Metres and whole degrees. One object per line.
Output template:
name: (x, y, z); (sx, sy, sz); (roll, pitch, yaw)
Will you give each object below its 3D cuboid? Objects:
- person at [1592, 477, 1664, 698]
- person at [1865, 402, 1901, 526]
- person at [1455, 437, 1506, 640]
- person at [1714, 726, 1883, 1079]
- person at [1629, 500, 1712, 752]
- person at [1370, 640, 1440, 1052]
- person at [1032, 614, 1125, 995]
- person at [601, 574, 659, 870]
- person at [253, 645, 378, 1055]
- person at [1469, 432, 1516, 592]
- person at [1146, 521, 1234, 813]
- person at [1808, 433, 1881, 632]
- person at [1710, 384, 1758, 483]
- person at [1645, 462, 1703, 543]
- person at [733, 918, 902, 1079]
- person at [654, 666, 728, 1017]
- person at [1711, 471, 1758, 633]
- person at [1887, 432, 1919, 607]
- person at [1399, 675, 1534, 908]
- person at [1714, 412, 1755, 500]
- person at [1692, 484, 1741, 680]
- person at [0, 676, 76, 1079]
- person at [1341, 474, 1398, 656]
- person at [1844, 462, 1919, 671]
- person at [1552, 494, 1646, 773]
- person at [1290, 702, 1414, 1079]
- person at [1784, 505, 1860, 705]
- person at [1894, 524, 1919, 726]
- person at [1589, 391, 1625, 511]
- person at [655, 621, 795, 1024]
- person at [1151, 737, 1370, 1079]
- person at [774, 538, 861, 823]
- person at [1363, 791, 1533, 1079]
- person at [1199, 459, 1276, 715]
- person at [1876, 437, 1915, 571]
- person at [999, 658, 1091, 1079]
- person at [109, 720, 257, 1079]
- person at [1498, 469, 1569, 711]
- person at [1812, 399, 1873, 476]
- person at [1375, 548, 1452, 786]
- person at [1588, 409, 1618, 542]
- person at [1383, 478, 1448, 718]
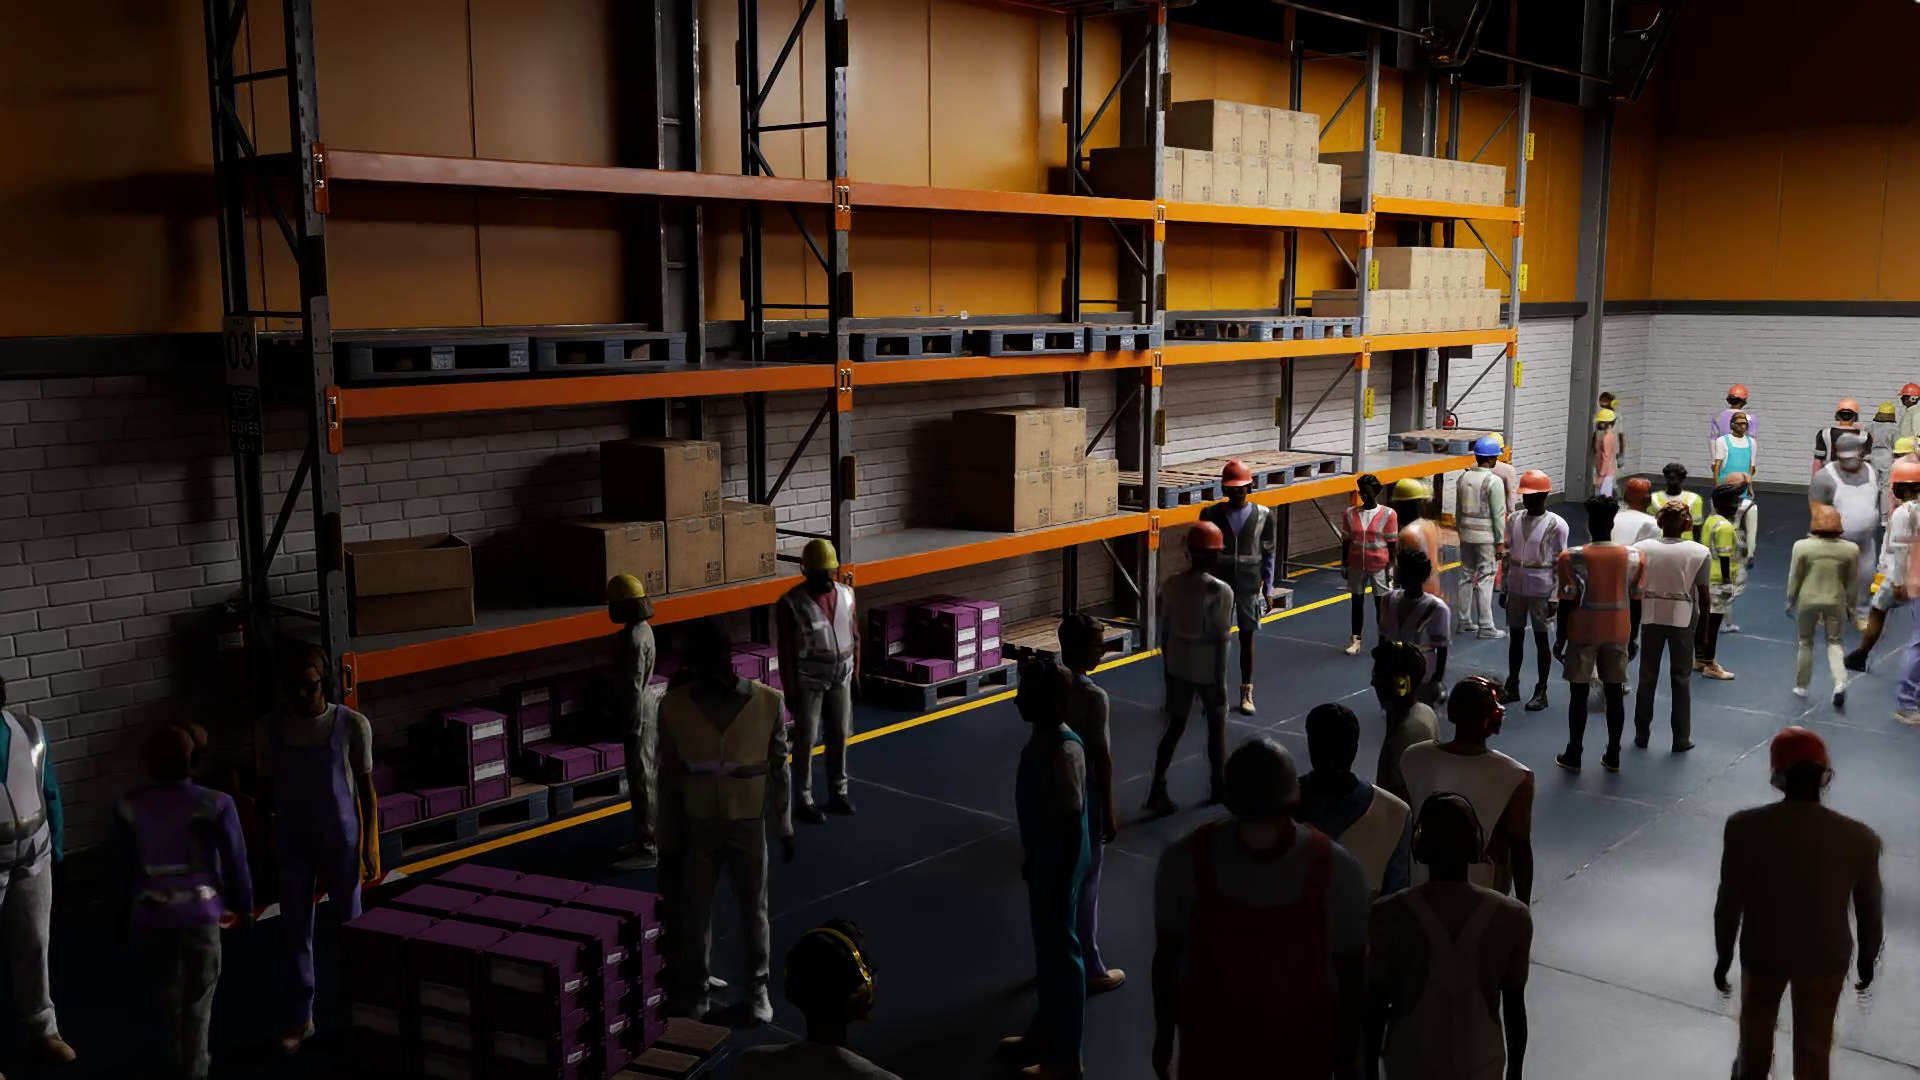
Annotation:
person: (5.352, 0.419, 13.494); (0.667, 1.860, 0.589); (-7, 11, -37)
person: (12.993, -1.073, 23.451); (0.324, 1.742, 0.492); (-8, 12, -40)
person: (5.018, -0.022, 16.011); (0.389, 1.949, 0.604); (-4, 10, -25)
person: (3.274, 1.568, 6.532); (0.600, 1.697, 0.885); (3, 9, 21)
person: (5.164, 0.629, 12.146); (0.567, 1.846, 0.389); (5, 10, 31)
person: (1.962, 1.359, 7.407); (0.328, 1.860, 0.514); (4, 10, 26)
person: (0.560, 1.268, 8.048); (0.343, 1.839, 0.506); (-7, 11, -39)
person: (-1.926, 1.056, 9.772); (0.324, 1.730, 0.490); (-1, 9, -8)
person: (-2.858, 1.367, 7.390); (0.514, 1.843, 0.333); (-1, 9, -8)
person: (5.885, -0.304, 18.412); (0.530, 1.772, 0.303); (6, 11, 35)
person: (1.493, 0.834, 10.723); (0.556, 1.915, 0.882); (7, 11, 38)
person: (8.603, -0.096, 16.199); (0.719, 2.000, 0.614); (0, 9, 0)
person: (10.507, -1.091, 22.595); (0.607, 2.048, 0.370); (8, 12, 42)
person: (7.022, 0.049, 16.416); (0.539, 1.678, 0.613); (4, 10, 26)
person: (-0.318, 1.854, 4.167); (0.520, 1.873, 0.328); (3, 9, 21)
person: (-1.283, 1.399, 7.857); (0.315, 1.636, 0.514); (2, 9, 12)
person: (7.393, 0.138, 16.065); (0.626, 1.615, 0.512); (-4, 10, -27)
person: (10.127, -0.215, 17.576); (0.656, 1.861, 0.903); (7, 11, 38)
person: (2.039, 1.462, 6.774); (0.571, 1.843, 0.373); (8, 12, 41)
person: (9.508, -0.656, 20.435); (0.504, 1.847, 0.345); (-1, 9, -6)
person: (6.563, 0.351, 14.418); (0.322, 1.697, 0.532); (2, 9, 10)
person: (-4.140, 1.418, 7.117); (0.429, 1.832, 0.634); (5, 10, 31)
person: (3.730, 0.236, 15.195); (0.535, 1.690, 0.319); (6, 11, 33)
person: (8.155, 0.273, 14.336); (0.565, 1.887, 1.013); (-6, 10, -32)
person: (4.439, 0.654, 11.594); (0.606, 1.967, 0.367); (0, 9, 2)
person: (1.342, 1.527, 6.121); (0.587, 1.920, 0.392); (3, 9, 16)
person: (7.019, 0.528, 13.555); (0.514, 1.638, 0.455); (3, 9, 18)
person: (7.590, 0.450, 12.967); (0.386, 1.952, 0.745); (4, 10, 25)
person: (9.420, -1.238, 24.164); (0.558, 1.859, 0.508); (-7, 11, -38)
person: (-1.081, 1.299, 7.663); (0.634, 1.905, 0.397); (-1, 9, -6)
person: (0.967, 1.581, 5.379); (0.695, 2.000, 0.648); (2, 9, 10)
person: (-0.887, 0.882, 10.603); (0.597, 1.827, 0.403); (-7, 11, -37)
person: (1.530, 1.699, 5.279); (0.505, 1.839, 0.348); (1, 9, 9)
person: (2.174, 0.377, 13.140); (0.612, 2.041, 0.394); (1, 9, 9)
person: (10.791, -0.333, 18.878); (0.931, 1.684, 0.499); (-2, 9, -13)
person: (0.378, 1.408, 7.122); (0.349, 1.847, 0.505); (-2, 9, -11)
person: (-3.210, 1.545, 6.962); (0.540, 1.616, 0.628); (0, 9, 1)
person: (4.571, 0.398, 13.343); (0.354, 1.939, 0.544); (-8, 12, -40)
person: (10.608, -0.686, 20.045); (0.619, 2.029, 0.410); (4, 10, 27)
person: (2.959, 0.892, 10.927); (0.321, 1.697, 0.535); (-7, 12, -40)
person: (8.487, -0.846, 21.918); (0.308, 1.769, 0.525); (4, 10, 26)
person: (3.509, 0.472, 12.961); (0.444, 1.906, 0.605); (5, 10, 30)
